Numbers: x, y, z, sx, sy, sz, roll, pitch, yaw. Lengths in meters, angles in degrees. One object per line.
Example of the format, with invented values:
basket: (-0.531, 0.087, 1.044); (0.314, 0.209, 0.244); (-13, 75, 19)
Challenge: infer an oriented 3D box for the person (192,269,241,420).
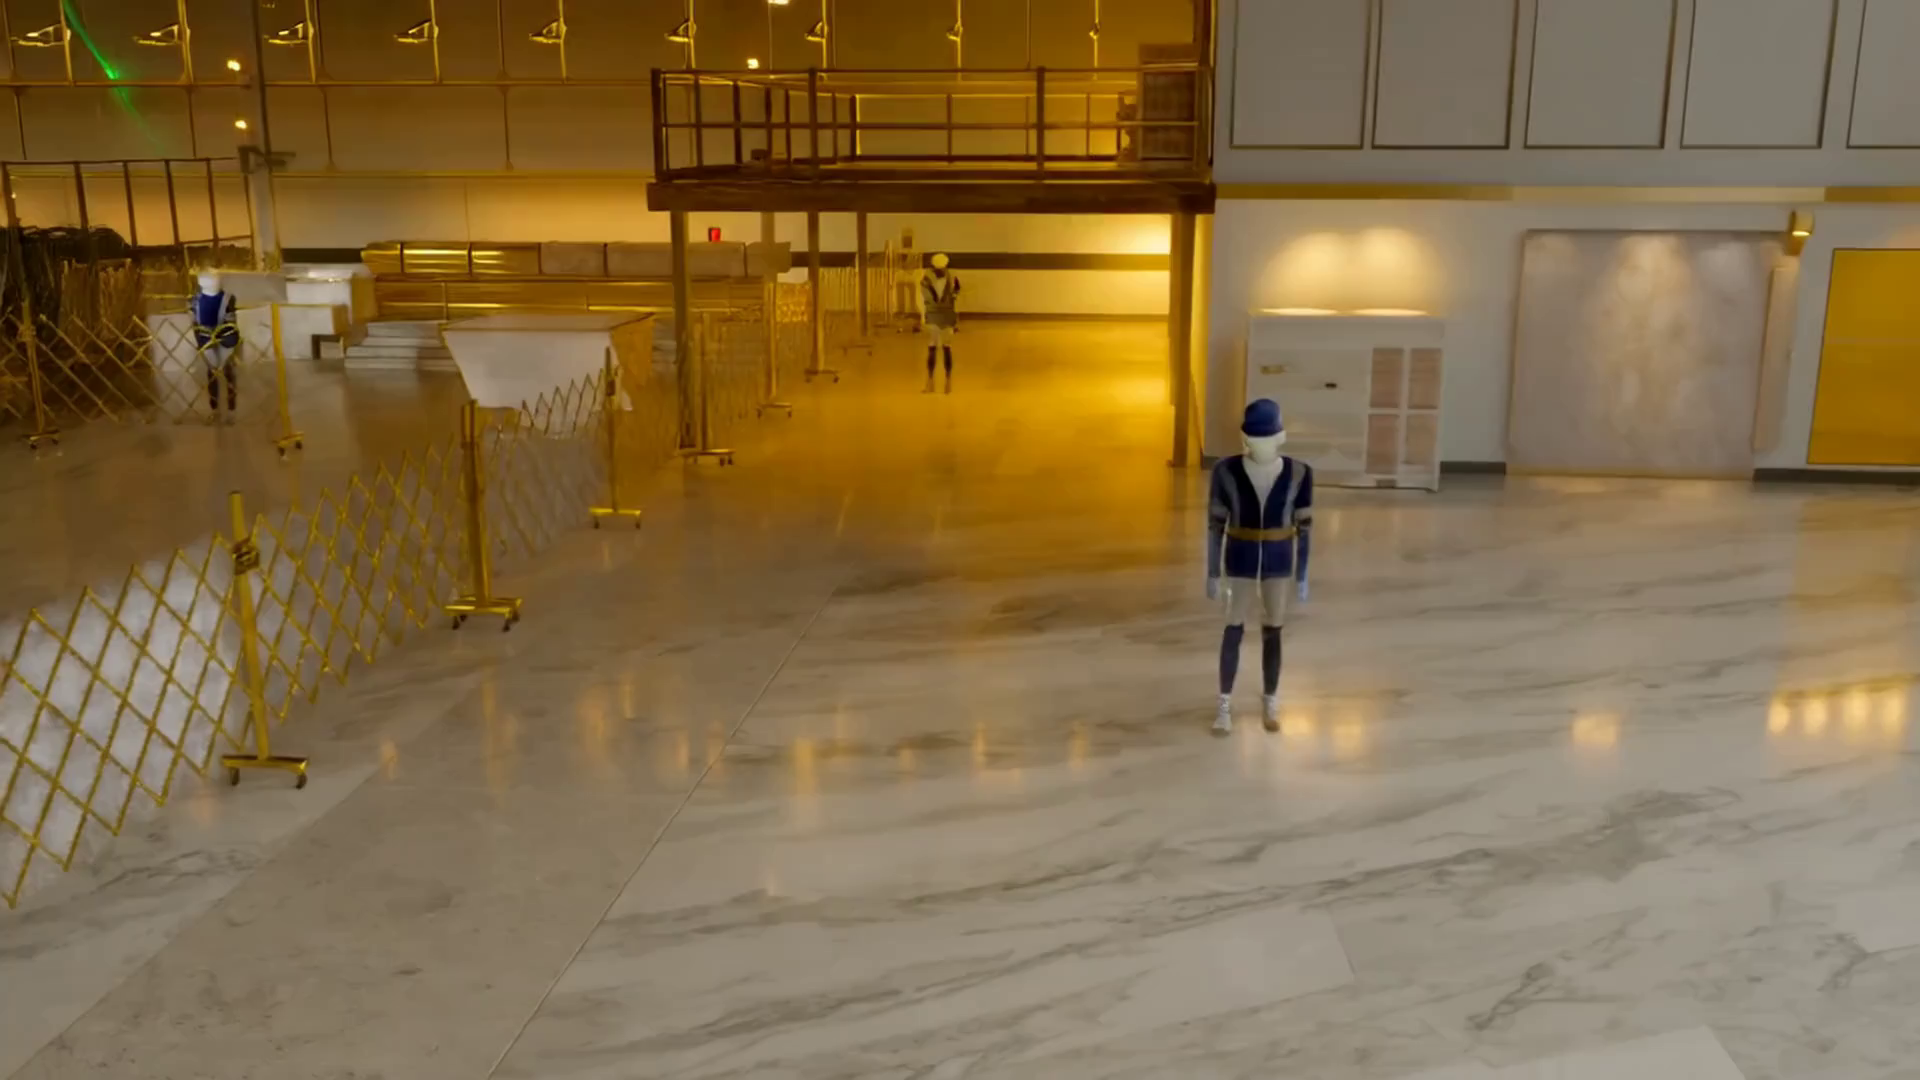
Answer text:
person: (-9.329, -2.446, 20.865); (0.584, 1.882, 0.337); (2, 14, 6)

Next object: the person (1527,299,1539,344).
person: (6.090, -1.738, 17.989); (0.533, 1.868, 0.310); (2, 14, 6)

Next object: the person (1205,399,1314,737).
person: (1.758, 0.177, 9.812); (0.614, 2.040, 0.390); (2, 14, 6)

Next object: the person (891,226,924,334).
person: (-0.940, -4.645, 29.768); (0.594, 1.924, 0.381); (2, 14, 6)

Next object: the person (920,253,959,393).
person: (-0.287, -2.996, 23.008); (0.551, 1.932, 0.378); (2, 14, 6)
